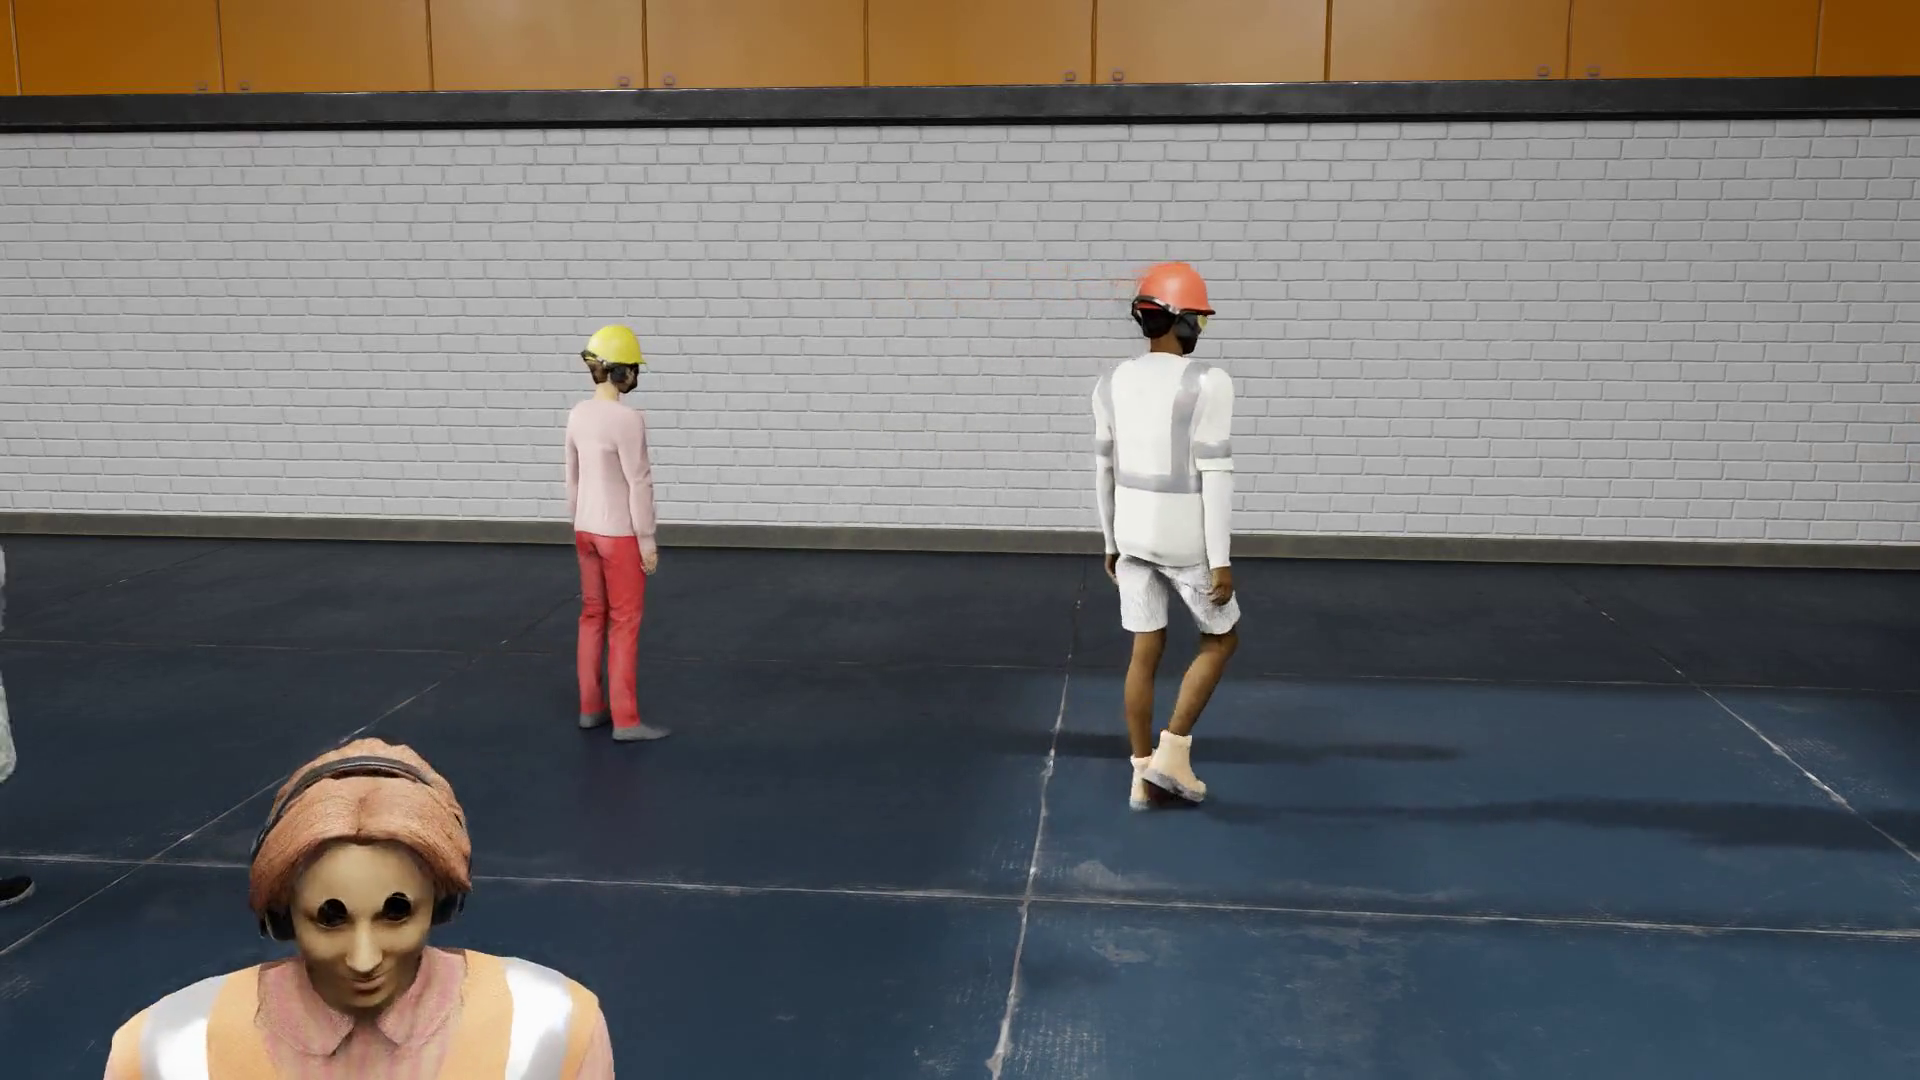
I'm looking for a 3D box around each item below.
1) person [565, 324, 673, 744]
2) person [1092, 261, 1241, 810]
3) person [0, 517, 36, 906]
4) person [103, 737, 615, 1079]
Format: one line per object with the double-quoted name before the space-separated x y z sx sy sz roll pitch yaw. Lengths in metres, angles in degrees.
"person" -1.454 -0.027 7.066 0.533 1.765 0.328 10 14 44
"person" 0.779 0.000 6.144 0.652 2.028 0.430 9 14 43
"person" -3.122 0.316 4.956 0.587 1.812 0.589 4 11 19
"person" -0.591 0.989 1.704 0.528 1.586 0.877 -4 11 -19
